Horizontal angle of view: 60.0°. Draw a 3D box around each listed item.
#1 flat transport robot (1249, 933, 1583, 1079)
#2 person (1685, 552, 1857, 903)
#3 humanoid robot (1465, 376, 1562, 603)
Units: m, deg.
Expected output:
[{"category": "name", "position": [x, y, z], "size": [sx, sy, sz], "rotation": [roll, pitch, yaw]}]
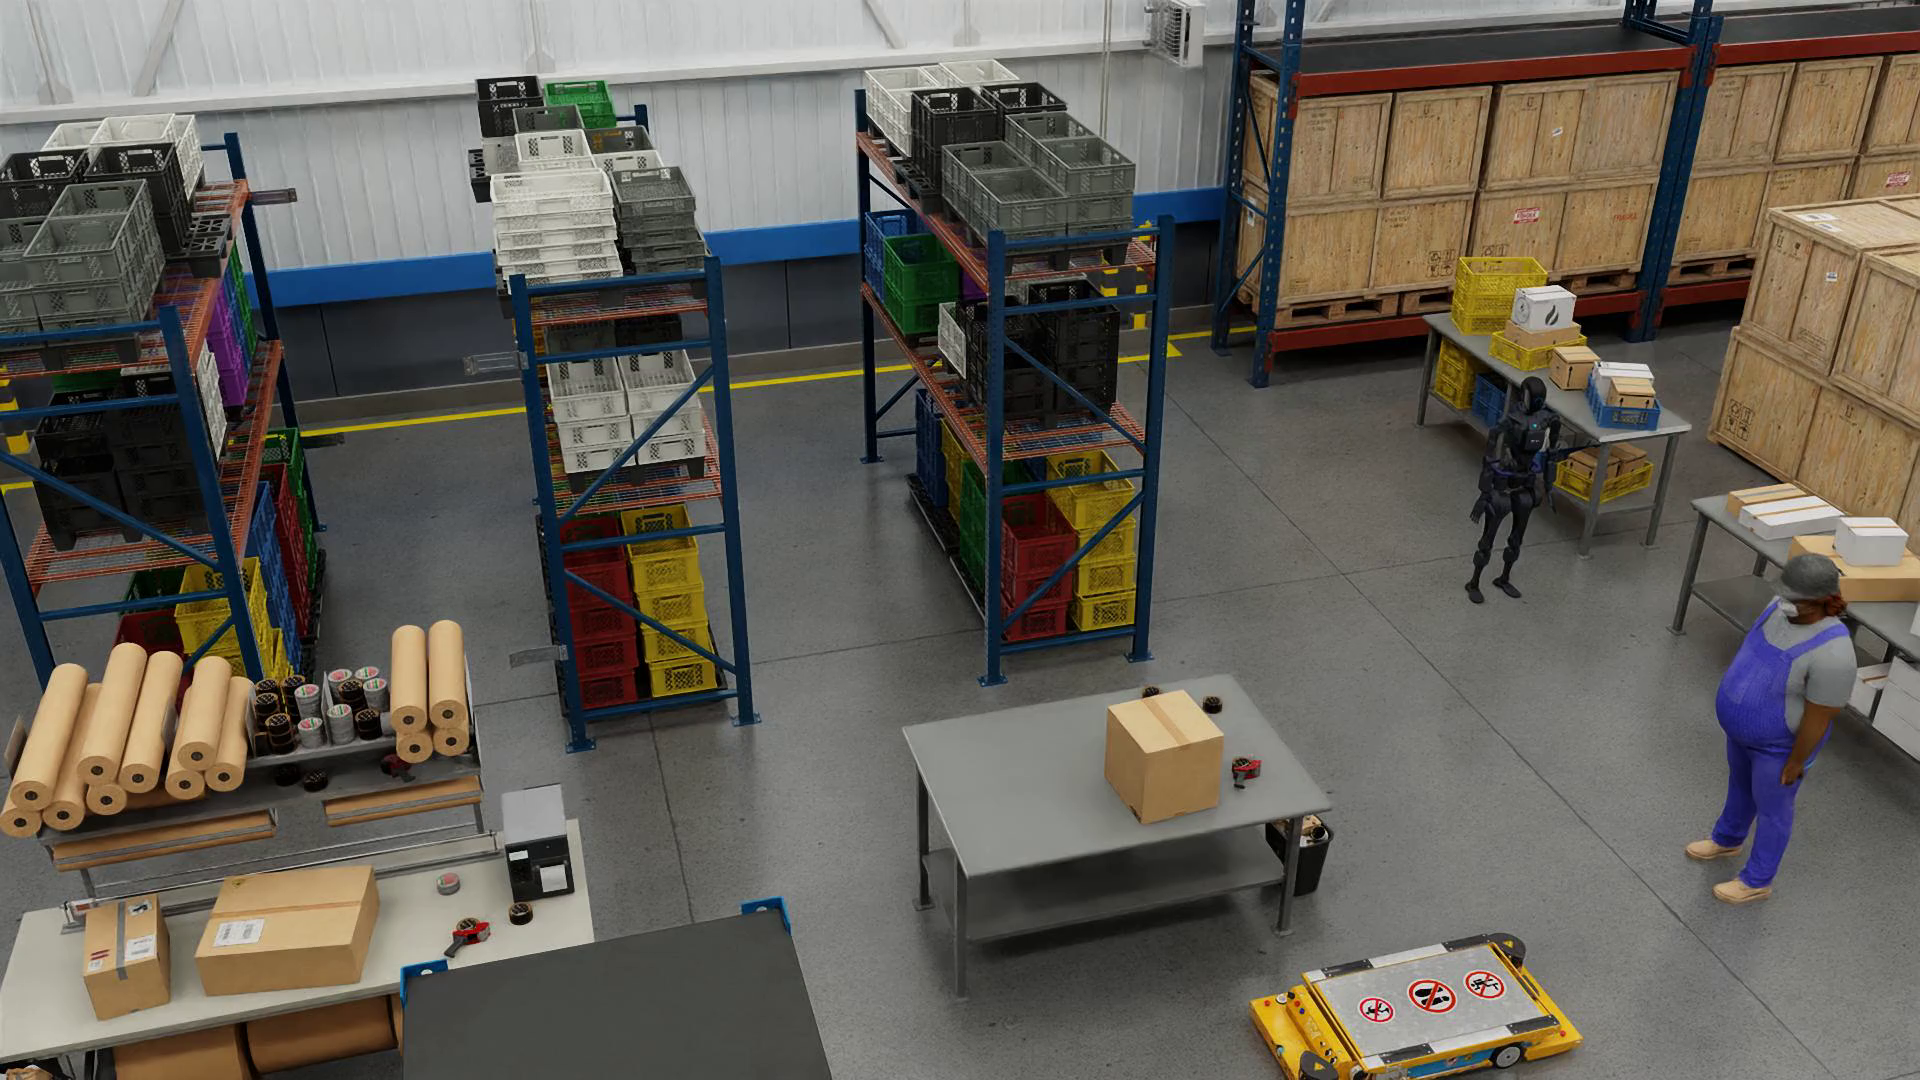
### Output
[{"category": "flat transport robot", "position": [2.184, 2.282, 7.980], "size": [1.431, 0.197, 0.652], "rotation": [-8, 30, -14]}, {"category": "person", "position": [4.177, 0.942, 8.610], "size": [0.536, 2.000, 0.679], "rotation": [-1, 29, -2]}, {"category": "humanoid robot", "position": [3.773, -0.343, 11.308], "size": [0.610, 1.657, 0.321], "rotation": [-7, 30, -12]}]
